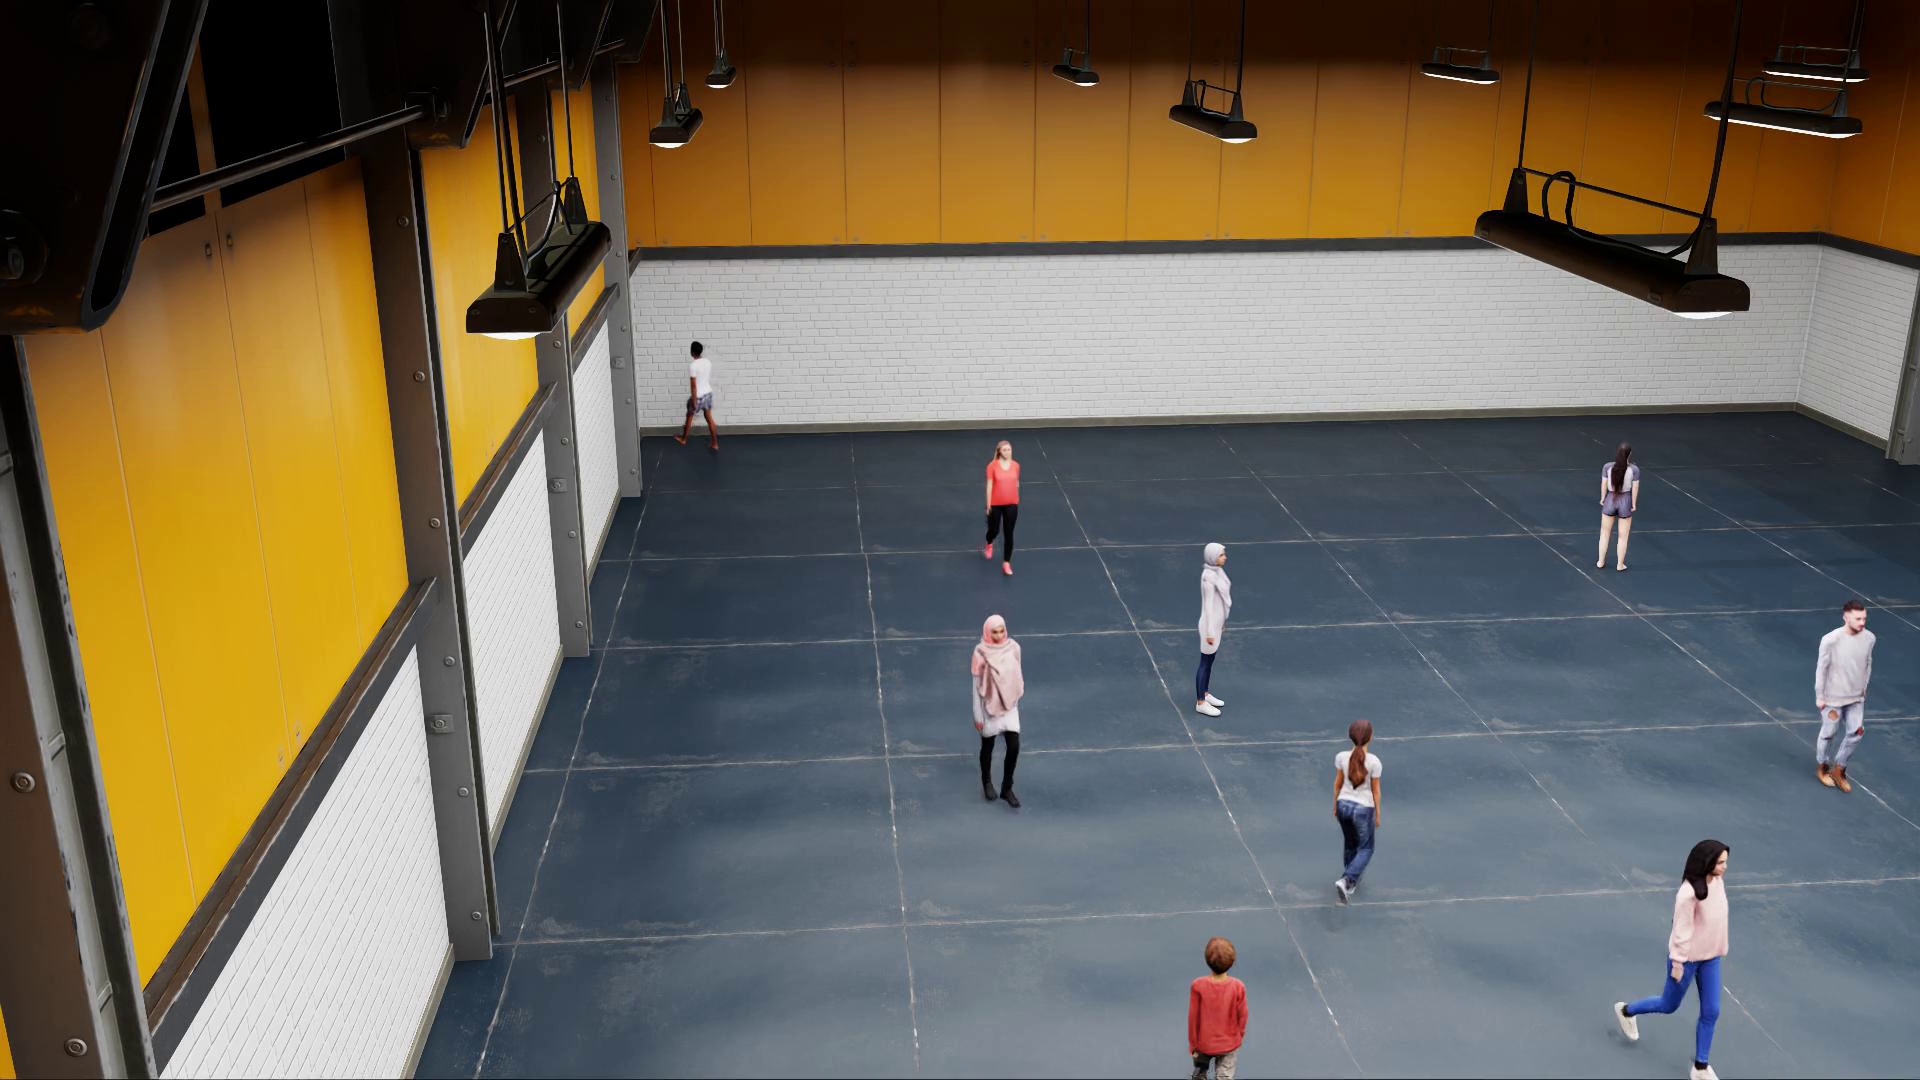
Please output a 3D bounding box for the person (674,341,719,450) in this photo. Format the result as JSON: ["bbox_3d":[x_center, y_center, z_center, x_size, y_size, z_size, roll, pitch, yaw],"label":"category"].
[{"bbox_3d":[-4.003,-2.227,26.070,1.132,1.692,1.068,14,23,36],"label":"person"}]

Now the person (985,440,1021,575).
[{"bbox_3d":[0.503,-0.435,20.763,0.696,1.684,0.936,-5,19,-14],"label":"person"}]

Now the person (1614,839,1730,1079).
[{"bbox_3d":[4.828,2.777,11.134,0.939,1.742,1.212,-10,21,-26],"label":"person"}]

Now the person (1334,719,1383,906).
[{"bbox_3d":[3.147,2.172,13.228,0.849,1.552,0.956,12,22,31],"label":"person"}]

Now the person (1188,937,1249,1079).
[{"bbox_3d":[1.617,3.193,10.458,0.690,1.384,0.975,3,19,10],"label":"person"}]

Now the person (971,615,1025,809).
[{"bbox_3d":[0.282,1.491,14.886,0.769,1.785,0.860,-8,20,-22],"label":"person"}]

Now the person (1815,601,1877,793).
[{"bbox_3d":[8.008,1.369,15.200,0.719,1.816,0.655,0,19,-1],"label":"person"}]

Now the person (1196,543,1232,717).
[{"bbox_3d":[2.523,0.875,16.730,0.745,1.775,0.615,7,20,20],"label":"person"}]

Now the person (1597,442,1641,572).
[{"bbox_3d":[8.230,-0.426,20.794,0.684,1.647,0.713,10,21,28],"label":"person"}]
